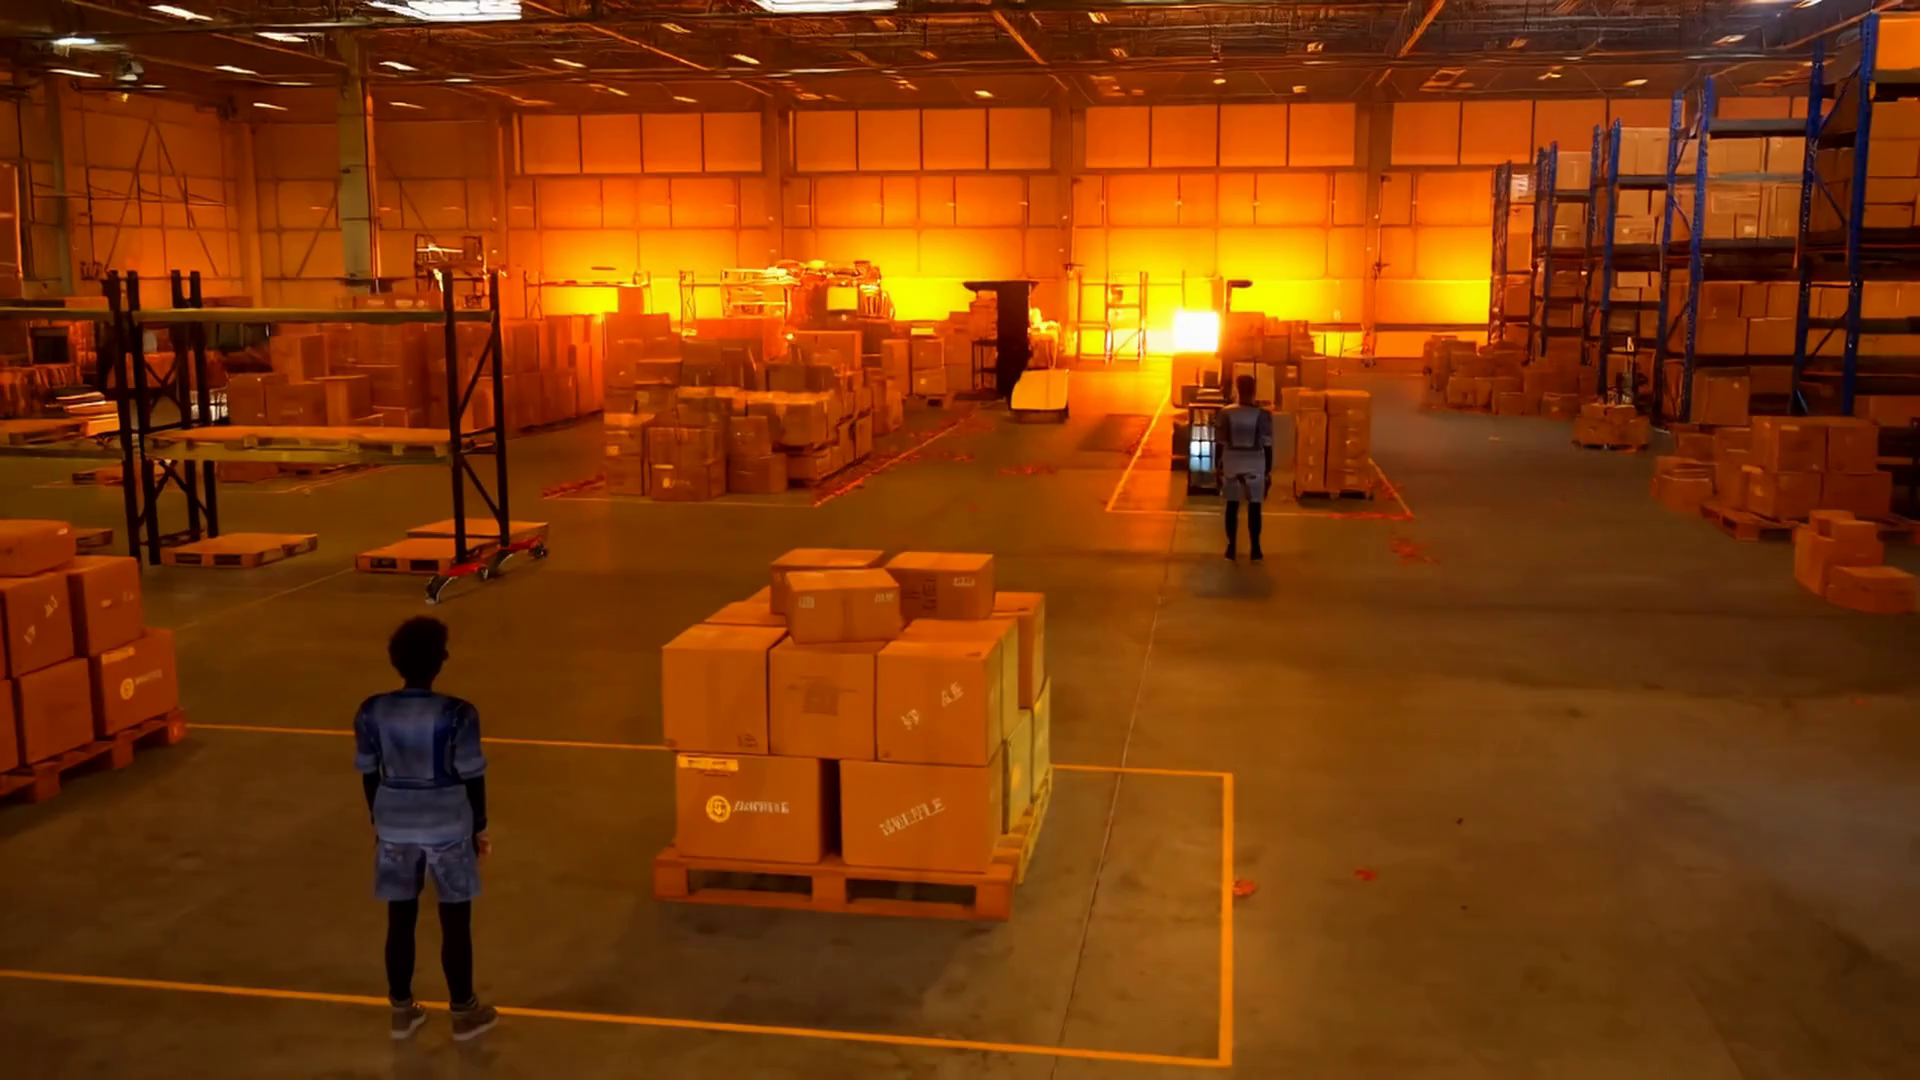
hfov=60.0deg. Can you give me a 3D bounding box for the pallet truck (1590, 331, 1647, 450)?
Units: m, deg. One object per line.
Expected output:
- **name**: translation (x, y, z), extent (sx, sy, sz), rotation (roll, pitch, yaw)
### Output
- **pallet truck**: translation (11.253, -2.573, 28.499), extent (0.823, 1.965, 1.885), rotation (5, 10, 27)

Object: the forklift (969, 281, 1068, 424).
- **forklift**: translation (1.194, -3.753, 33.059), extent (1.873, 2.768, 1.129), rotation (1, 9, 9)

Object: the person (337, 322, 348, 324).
- **person**: translation (-18.717, -6.175, 50.895), extent (0.631, 1.939, 0.370), rotation (1, 9, 9)

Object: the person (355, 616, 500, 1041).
- **person**: translation (-2.093, 1.137, 6.543), extent (0.537, 1.696, 0.318), rotation (1, 9, 9)

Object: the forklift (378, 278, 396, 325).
- **forklift**: translation (-15.063, -5.498, 43.824), extent (1.873, 2.768, 1.129), rotation (-3, 10, -17)

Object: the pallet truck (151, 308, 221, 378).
- **pallet truck**: translation (-21.869, -5.598, 47.154), extent (0.823, 1.965, 1.885), rotation (4, 10, 26)

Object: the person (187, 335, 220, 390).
- **person**: translation (-13.211, -2.633, 29.049), extent (0.631, 1.939, 0.370), rotation (1, 9, 9)

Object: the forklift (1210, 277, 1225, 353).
- **forklift**: translation (7.499, -6.242, 48.415), extent (1.873, 2.768, 1.129), rotation (1, 9, 9)

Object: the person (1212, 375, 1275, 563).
- **person**: translation (2.948, -0.731, 17.316), extent (0.632, 1.956, 0.436), rotation (2, 9, 12)

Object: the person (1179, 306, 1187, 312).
- **person**: translation (6.833, -6.194, 51.015), extent (0.631, 1.939, 0.370), rotation (1, 9, 9)

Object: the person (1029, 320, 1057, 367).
- **person**: translation (1.735, -3.624, 34.992), extent (0.614, 1.994, 0.381), rotation (1, 9, 9)

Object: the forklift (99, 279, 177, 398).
- **forklift**: translation (-19.606, -4.720, 39.027), extent (1.873, 2.768, 1.129), rotation (1, 9, 9)
